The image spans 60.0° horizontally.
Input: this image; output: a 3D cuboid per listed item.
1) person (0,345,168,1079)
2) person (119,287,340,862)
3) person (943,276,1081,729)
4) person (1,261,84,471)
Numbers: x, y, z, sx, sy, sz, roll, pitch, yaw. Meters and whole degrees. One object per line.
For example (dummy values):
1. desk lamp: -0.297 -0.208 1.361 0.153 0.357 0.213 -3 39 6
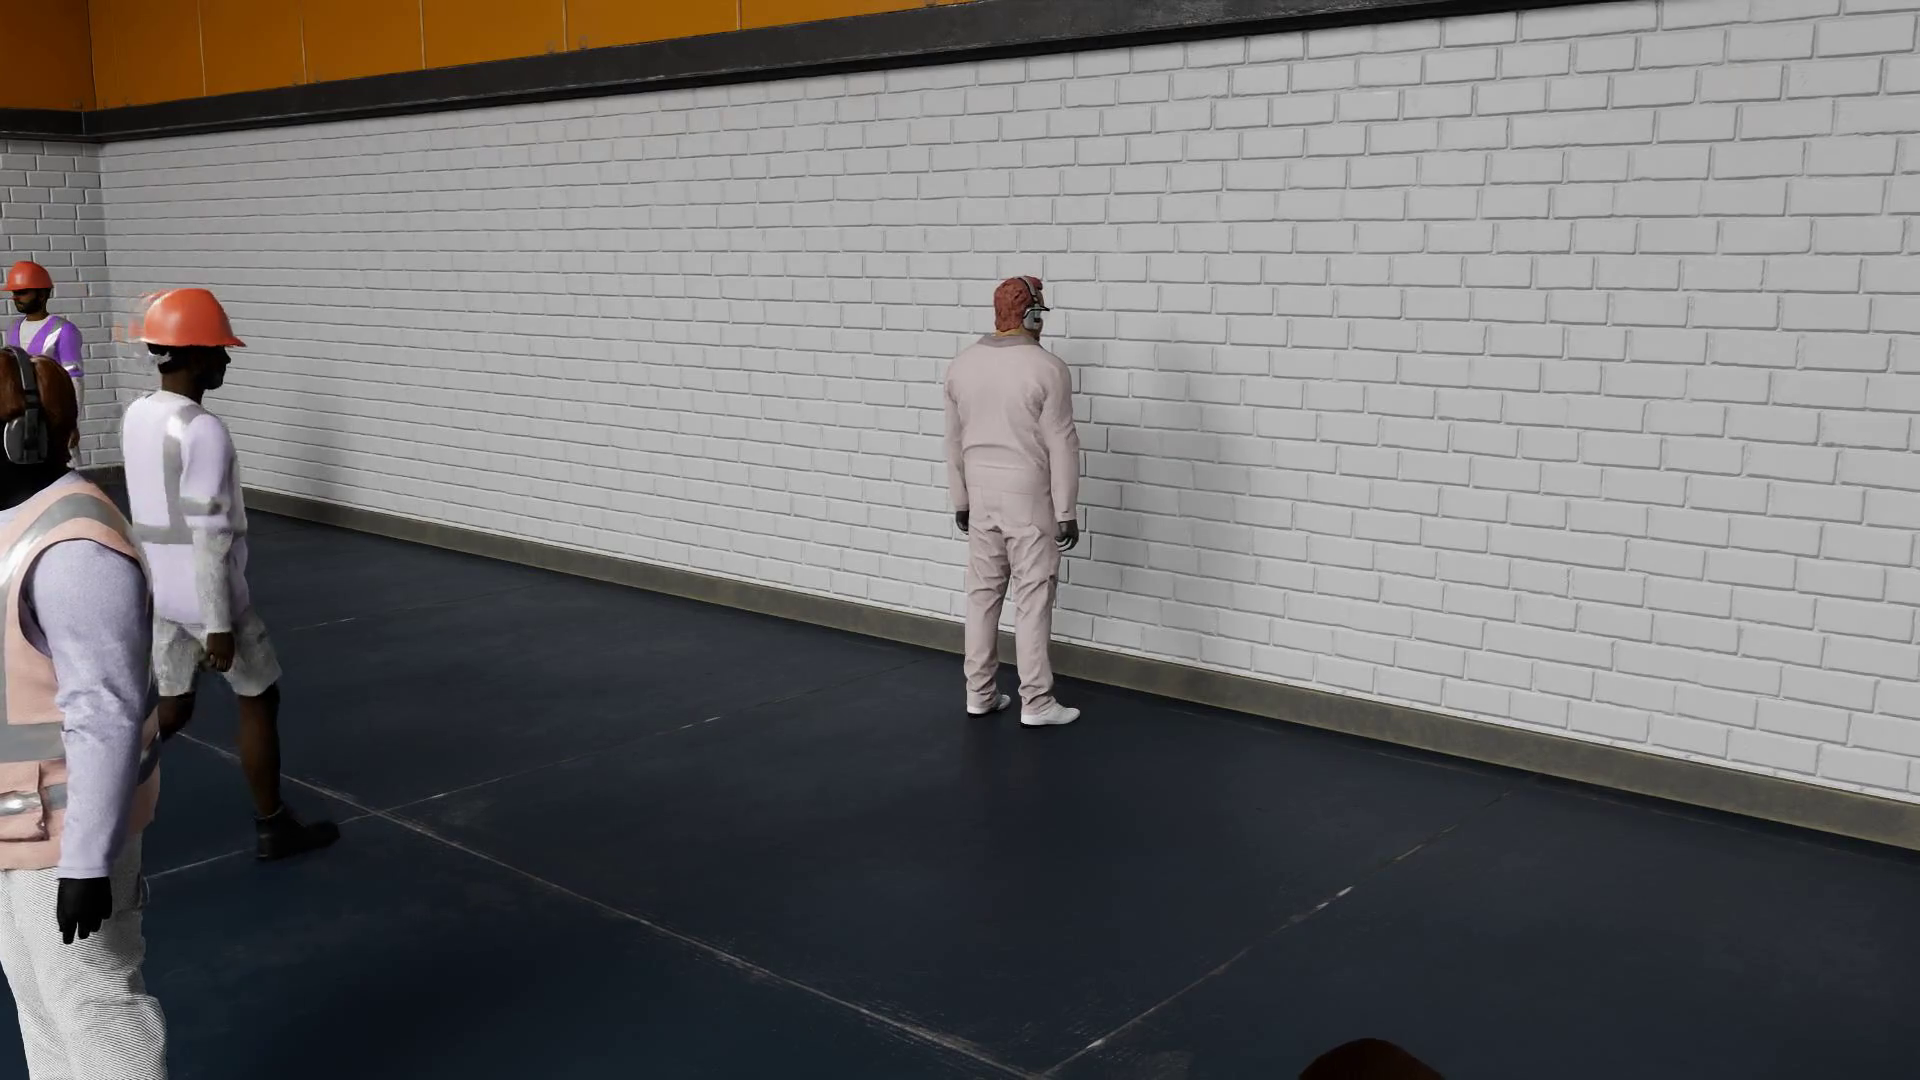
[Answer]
1. person: -1.775 0.550 3.213 0.625 1.846 0.429 10 14 43
2. person: -2.460 0.168 5.222 0.552 1.908 0.890 7 12 36
3. person: 0.248 -0.158 7.063 0.654 1.906 0.406 8 13 38
4. person: -5.766 -0.771 10.461 0.543 1.940 0.361 3 10 16
